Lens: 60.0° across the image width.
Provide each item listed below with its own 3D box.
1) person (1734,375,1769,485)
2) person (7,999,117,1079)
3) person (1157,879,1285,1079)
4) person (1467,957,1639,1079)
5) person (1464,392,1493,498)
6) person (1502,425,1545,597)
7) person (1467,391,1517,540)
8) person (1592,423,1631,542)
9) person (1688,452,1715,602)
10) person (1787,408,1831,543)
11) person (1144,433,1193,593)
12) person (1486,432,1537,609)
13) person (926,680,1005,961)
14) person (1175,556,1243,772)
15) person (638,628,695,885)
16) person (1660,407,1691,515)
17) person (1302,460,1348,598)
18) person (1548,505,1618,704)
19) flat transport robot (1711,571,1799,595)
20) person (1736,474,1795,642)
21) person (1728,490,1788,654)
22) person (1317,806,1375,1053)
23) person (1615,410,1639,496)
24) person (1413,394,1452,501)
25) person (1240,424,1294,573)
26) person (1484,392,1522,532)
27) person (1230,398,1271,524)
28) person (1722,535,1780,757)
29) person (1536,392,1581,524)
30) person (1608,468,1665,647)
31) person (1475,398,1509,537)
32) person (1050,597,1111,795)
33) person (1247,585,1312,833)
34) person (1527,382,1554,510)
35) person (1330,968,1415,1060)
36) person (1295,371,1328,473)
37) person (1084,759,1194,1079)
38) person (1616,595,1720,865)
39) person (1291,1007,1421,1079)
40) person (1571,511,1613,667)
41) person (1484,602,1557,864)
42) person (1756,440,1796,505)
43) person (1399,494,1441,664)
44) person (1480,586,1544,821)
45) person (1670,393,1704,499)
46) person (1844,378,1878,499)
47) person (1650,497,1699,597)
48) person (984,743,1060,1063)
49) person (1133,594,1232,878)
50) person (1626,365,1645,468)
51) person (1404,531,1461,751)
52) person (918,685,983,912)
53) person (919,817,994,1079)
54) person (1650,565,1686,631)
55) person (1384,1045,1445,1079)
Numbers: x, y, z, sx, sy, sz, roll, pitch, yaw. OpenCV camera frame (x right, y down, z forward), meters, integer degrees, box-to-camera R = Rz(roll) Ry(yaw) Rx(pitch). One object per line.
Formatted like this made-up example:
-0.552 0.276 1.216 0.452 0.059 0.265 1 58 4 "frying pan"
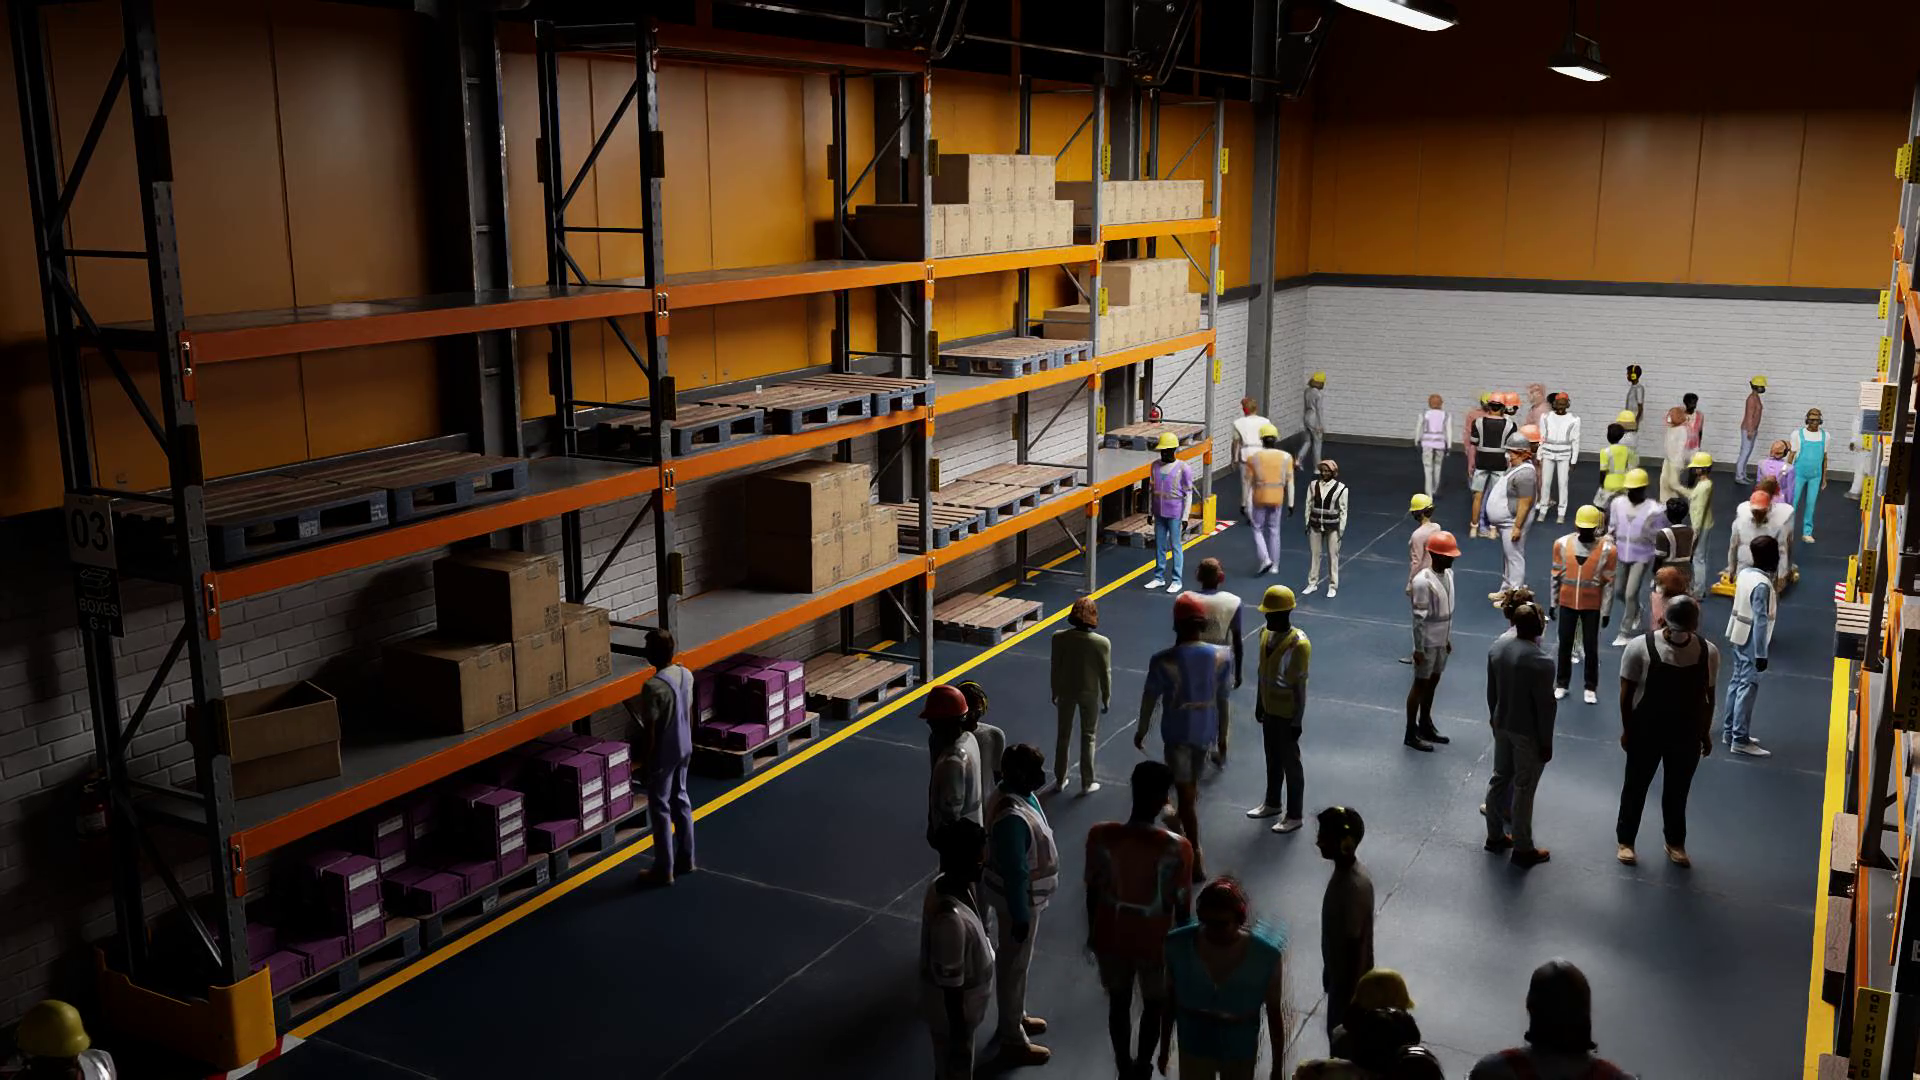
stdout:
12.704 -1.763 26.655 0.349 1.760 0.521 9 15 34 "person"
-3.556 2.671 6.642 0.403 1.824 0.593 6 14 25 "person"
1.244 2.408 7.915 0.594 1.801 0.939 3 13 14 "person"
2.305 2.591 6.510 0.682 2.000 0.540 5 13 20 "person"
7.914 -1.420 25.234 0.544 1.709 0.873 2 13 9 "person"
6.654 -0.350 19.665 0.379 2.045 0.605 2 13 7 "person"
7.246 -1.014 22.682 0.613 2.031 0.403 4 13 18 "person"
8.668 -0.710 22.096 0.543 1.686 0.369 -5 14 -23 "person"
8.625 -0.154 19.440 0.340 1.761 0.527 7 14 29 "person"
11.419 -0.866 22.426 0.513 1.844 0.328 2 13 9 "person"
2.476 -0.330 19.843 0.595 1.925 0.371 11 17 42 "person"
6.333 -0.234 19.155 0.539 2.000 0.688 2 13 10 "person"
0.039 1.781 10.553 0.510 1.860 0.333 -1 13 -2 "person"
2.069 1.048 13.906 0.571 1.823 0.447 3 13 12 "person"
-2.072 1.522 11.774 0.351 1.835 0.519 6 14 26 "person"
10.405 -1.130 24.130 0.567 1.620 0.510 -1 13 -6 "person"
4.315 -0.141 19.647 0.514 1.641 0.309 8 15 32 "person"
5.866 0.599 15.719 0.591 1.915 0.407 8 15 33 "person"
9.612 0.455 20.069 0.652 0.197 1.431 10 16 37 "flat transport robot"
8.514 0.211 17.647 0.600 1.822 0.446 8 15 31 "person"
8.374 0.314 17.478 0.570 1.707 0.927 7 15 29 "person"
1.945 2.238 8.509 0.329 1.860 0.517 2 13 8 "person"
9.143 -0.924 22.932 0.320 1.738 0.484 11 17 41 "person"
7.228 -1.428 25.498 0.526 1.596 0.827 0 13 2 "person"
3.829 -0.485 20.682 0.674 1.898 0.559 -2 13 -7 "person"
7.487 -1.050 22.915 0.395 1.992 0.614 -2 13 -7 "person"
4.175 -1.141 23.830 0.572 1.799 0.913 -3 13 -13 "person"
6.839 0.896 14.370 0.391 1.922 0.593 2 13 11 "person"
8.527 -1.177 23.750 0.575 1.880 0.359 7 14 29 "person"
7.203 0.156 17.732 0.734 1.907 0.592 -11 17 -41 "person"
7.302 -1.039 22.904 0.418 1.984 0.625 10 16 37 "person"
0.970 1.259 13.419 0.507 1.623 0.288 4 13 19 "person"
2.434 1.271 12.709 0.407 1.918 0.583 -5 14 -23 "person"
8.566 -1.387 24.646 0.396 1.900 0.708 4 13 19 "person"
1.724 2.625 7.052 0.335 1.734 0.499 -3 13 -15 "person"
5.881 -1.956 27.565 0.493 1.722 0.514 -5 13 -20 "person"
0.924 2.128 8.830 0.603 1.937 0.611 4 13 17 "person"
5.118 1.363 12.006 0.673 2.000 0.536 1 13 6 "person"
1.637 2.669 6.667 0.665 1.815 0.577 8 15 33 "person"
6.371 0.495 16.843 0.534 1.611 0.562 -1 13 -7 "person"
4.089 1.389 12.119 0.372 1.940 0.629 -6 14 -24 "person"
10.309 -0.459 21.091 0.312 1.633 0.519 -8 15 -31 "person"
4.697 0.399 16.965 0.334 1.759 0.523 11 16 39 "person"
4.297 1.262 12.901 0.514 1.844 0.327 -11 16 -40 "person"
10.992 -1.392 25.150 0.559 1.671 0.550 -1 13 -6 "person"
13.858 -1.517 25.264 0.665 1.883 0.613 0 13 -1 "person"
7.345 0.397 17.133 0.532 1.690 0.322 -6 14 -24 "person"
0.348 2.033 9.458 0.429 1.843 0.633 0 13 1 "person"
1.600 1.358 12.112 0.630 1.990 1.039 -4 13 -16 "person"
10.962 -1.922 27.122 0.327 1.863 0.514 2 13 10 "person"
4.134 0.865 14.468 0.373 1.935 0.552 12 17 43 "person"
-0.058 1.816 10.238 0.387 1.929 0.544 2 13 10 "person"
-0.015 2.276 8.085 0.361 1.965 0.613 -1 13 -3 "person"
6.269 0.990 14.619 0.485 1.609 0.536 -3 13 -12 "person"
1.668 2.759 6.216 0.505 1.839 0.344 2 13 9 "person"
